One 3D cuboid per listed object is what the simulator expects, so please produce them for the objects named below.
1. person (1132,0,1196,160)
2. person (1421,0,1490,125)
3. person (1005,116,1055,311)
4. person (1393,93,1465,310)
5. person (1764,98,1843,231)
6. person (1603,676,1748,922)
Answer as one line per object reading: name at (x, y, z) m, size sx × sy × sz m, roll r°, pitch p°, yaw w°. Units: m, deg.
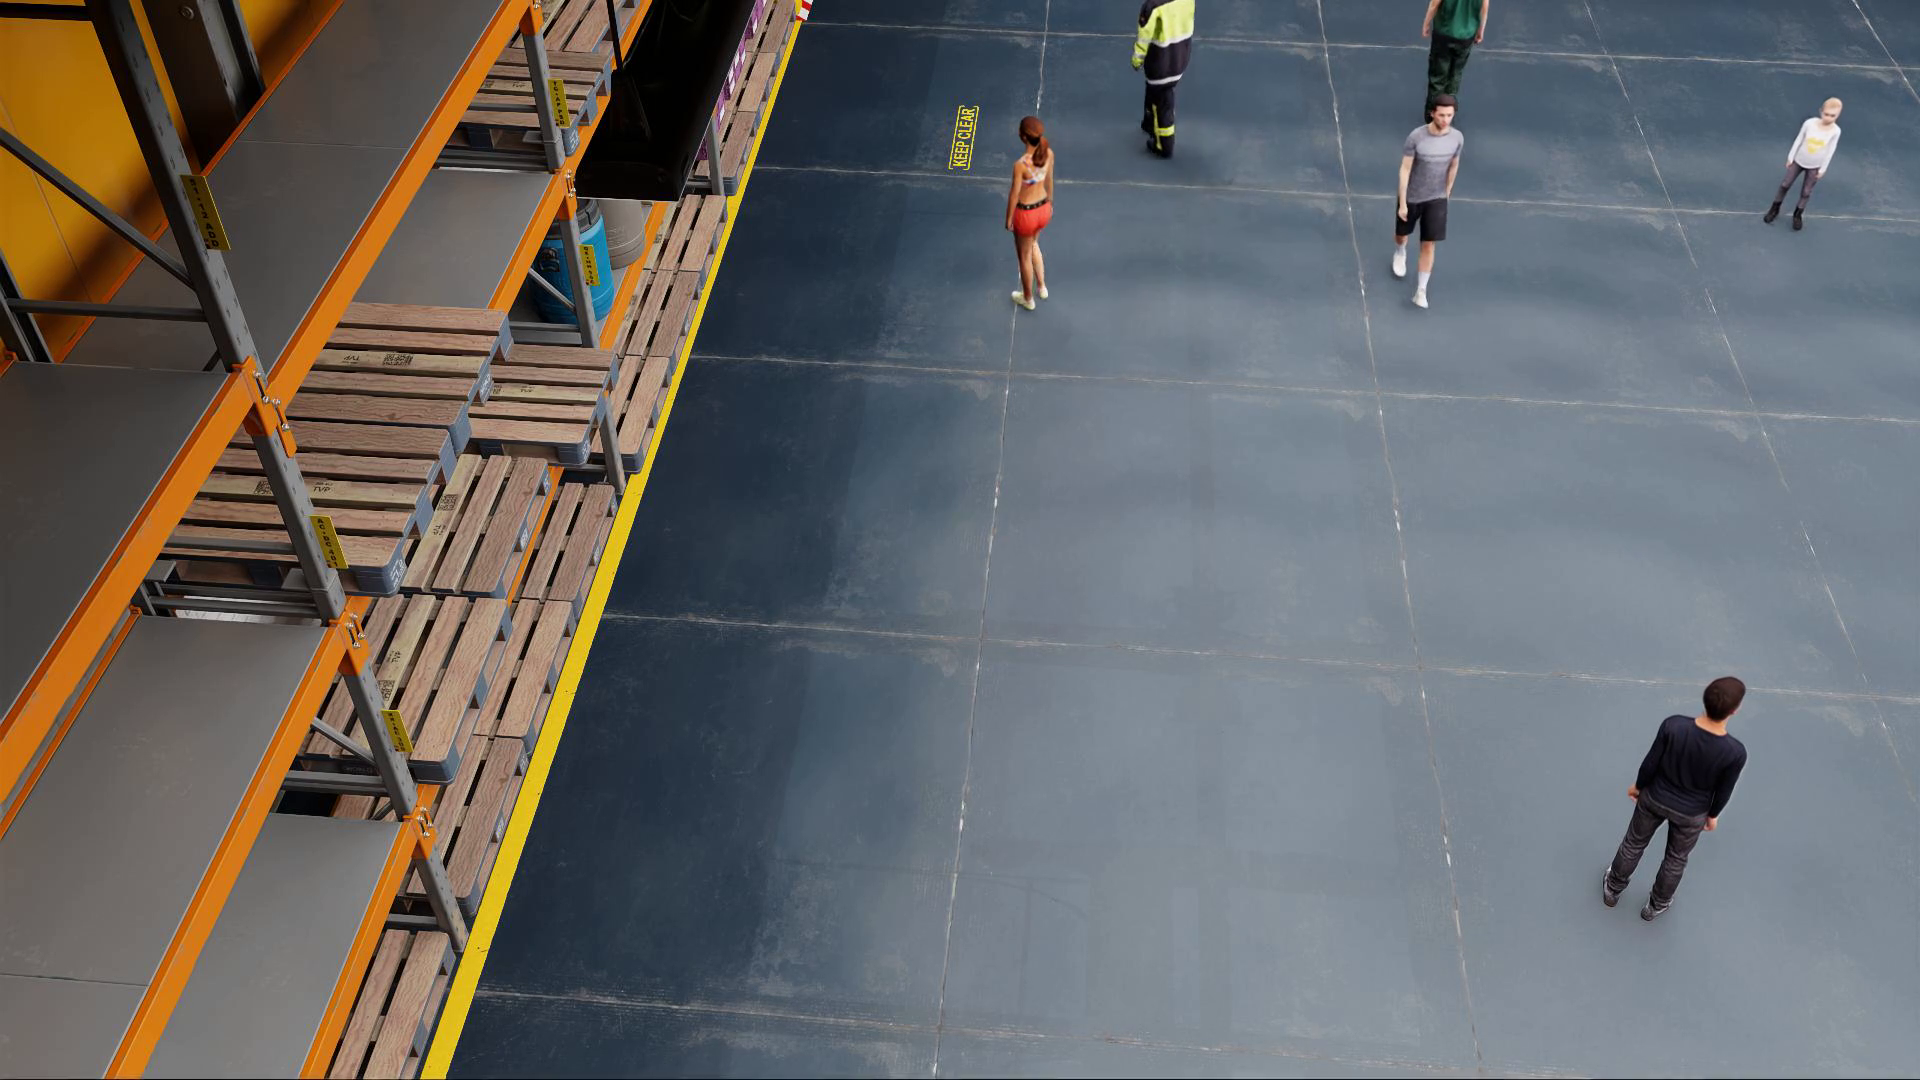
person at (1.977, -4.497, 15.546) m, size 1.010 × 1.959 × 1.071 m, roll -31°, pitch 51°, yaw -28°
person at (4.737, -4.793, 15.906) m, size 0.736 × 1.891 × 0.685 m, roll 0°, pitch 44°, yaw 0°
person at (0.639, -2.646, 13.732) m, size 0.740 × 1.780 × 0.798 m, roll -29°, pitch 51°, yaw -27°
person at (3.875, -2.952, 14.018) m, size 0.636 × 1.828 × 1.179 m, roll 3°, pitch 44°, yaw 3°
person at (7.585, -3.386, 14.881) m, size 0.574 × 1.268 × 0.606 m, roll 24°, pitch 49°, yaw 23°
person at (4.024, 1.468, 9.351) m, size 0.714 × 1.867 × 0.693 m, roll 22°, pitch 48°, yaw 22°
